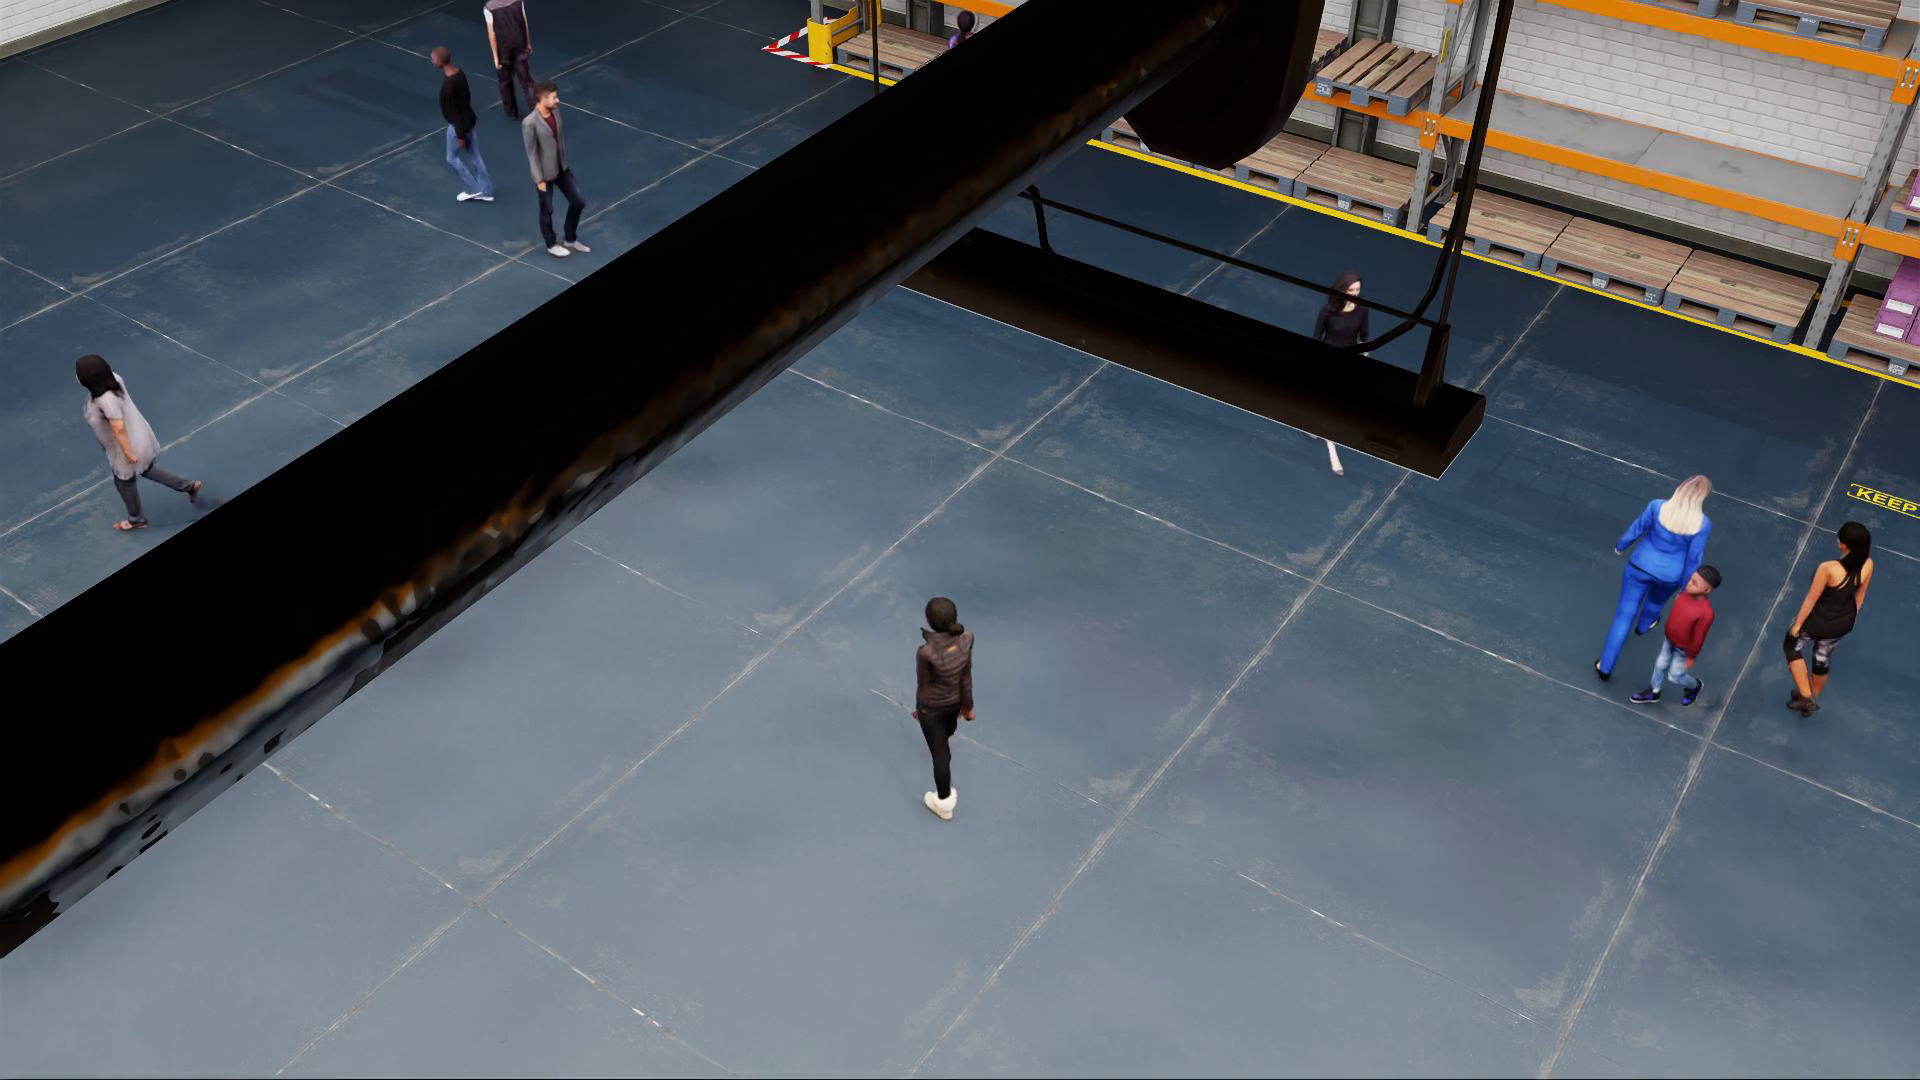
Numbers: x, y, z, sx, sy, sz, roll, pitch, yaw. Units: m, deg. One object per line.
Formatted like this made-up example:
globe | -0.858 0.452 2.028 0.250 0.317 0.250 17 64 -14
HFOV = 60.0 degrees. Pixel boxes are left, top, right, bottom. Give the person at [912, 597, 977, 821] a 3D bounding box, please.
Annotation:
person | -0.209 0.990 10.888 0.912 1.630 1.168 26 45 29

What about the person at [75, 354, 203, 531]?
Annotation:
person | -6.532 -0.807 13.172 1.025 1.587 0.989 -9 40 -12

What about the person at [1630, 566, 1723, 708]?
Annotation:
person | 5.081 0.688 11.573 0.775 1.246 0.721 -8 39 -10

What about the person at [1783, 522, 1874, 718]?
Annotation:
person | 5.944 0.590 11.365 0.795 1.659 0.851 -5 39 -6

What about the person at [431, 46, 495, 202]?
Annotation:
person | -5.152 -4.348 17.490 0.783 1.731 0.749 4 39 5

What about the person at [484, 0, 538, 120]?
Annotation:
person | -5.059 -5.540 18.915 0.967 1.815 1.259 -21 43 -24

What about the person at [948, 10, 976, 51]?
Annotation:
person | 0.084 -4.976 18.269 0.564 1.741 0.710 10 40 12

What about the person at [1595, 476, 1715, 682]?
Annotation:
person | 4.880 0.304 11.729 1.070 1.651 0.856 17 42 20

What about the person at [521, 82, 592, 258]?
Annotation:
person | -4.153 -3.696 16.580 0.712 1.849 0.742 21 43 24

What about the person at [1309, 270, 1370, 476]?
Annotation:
person | 3.100 -1.493 13.896 1.059 1.755 1.175 -10 40 -12
